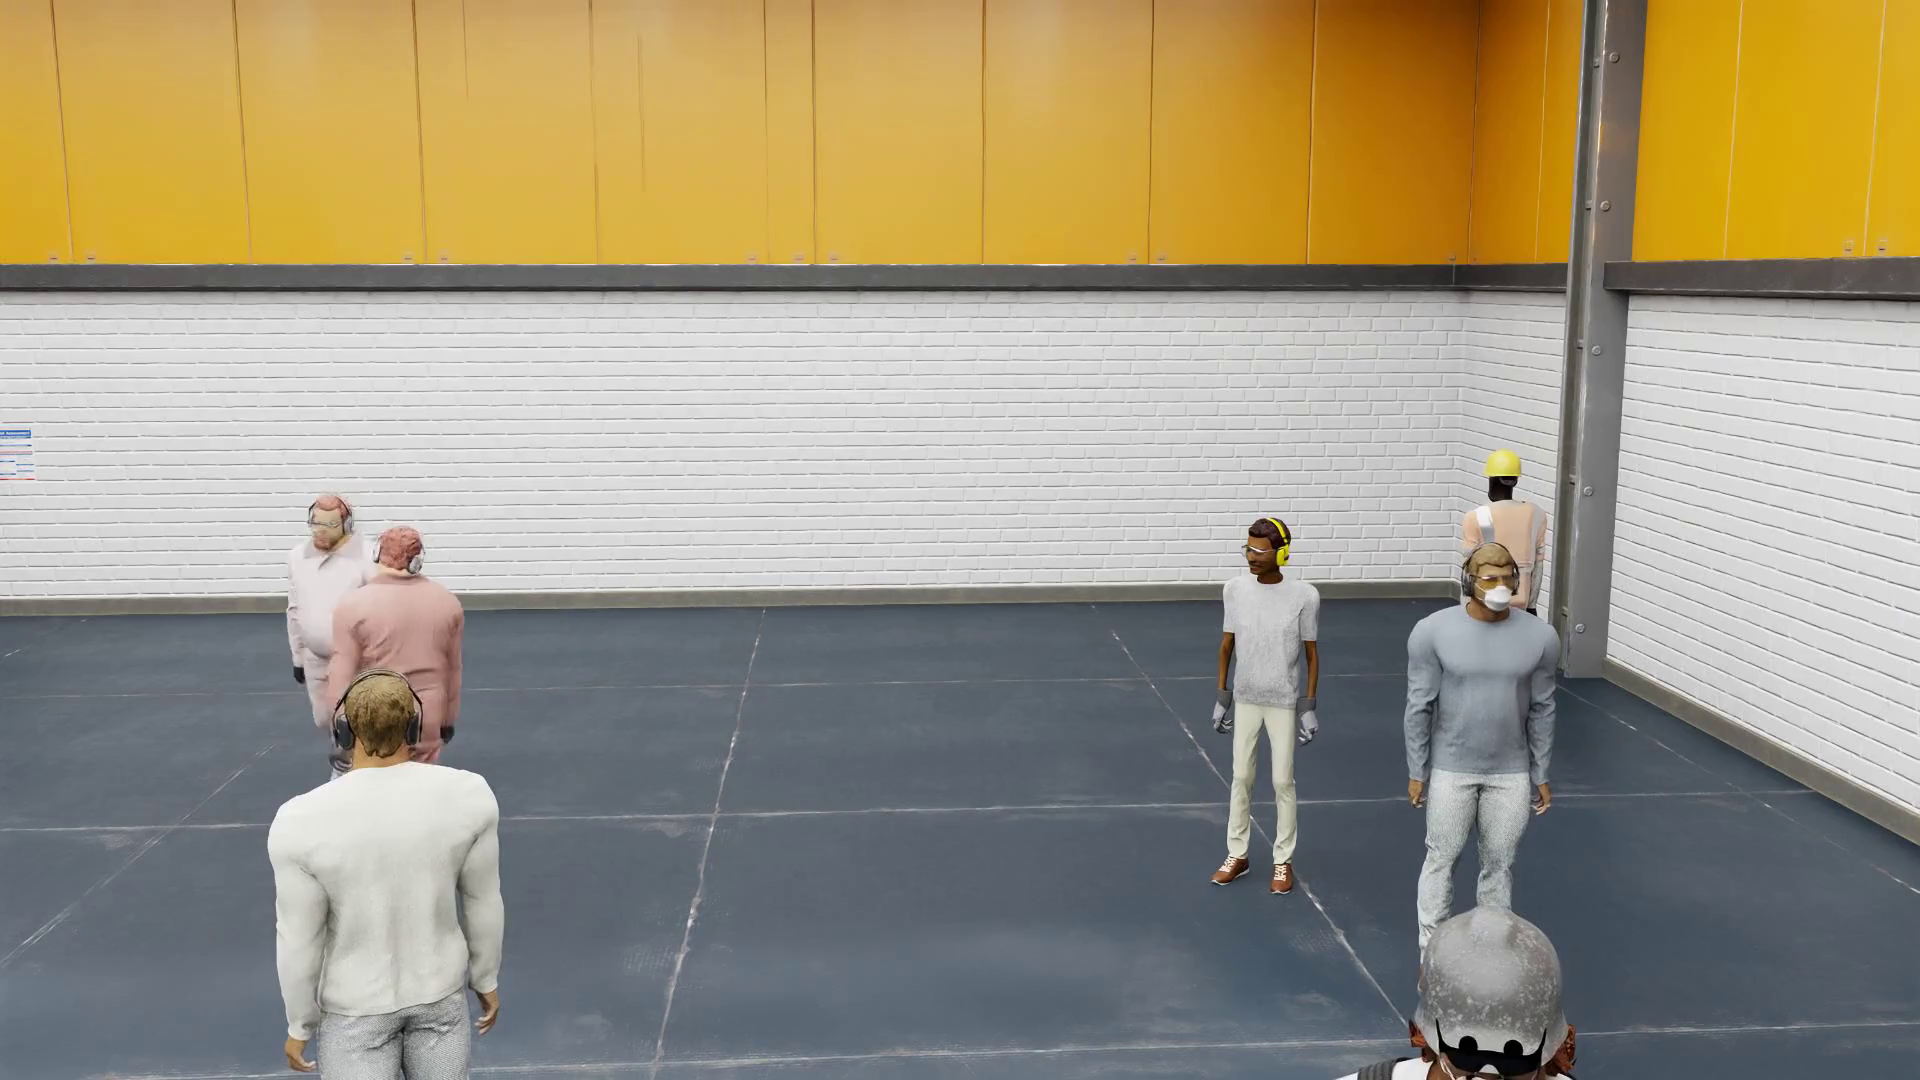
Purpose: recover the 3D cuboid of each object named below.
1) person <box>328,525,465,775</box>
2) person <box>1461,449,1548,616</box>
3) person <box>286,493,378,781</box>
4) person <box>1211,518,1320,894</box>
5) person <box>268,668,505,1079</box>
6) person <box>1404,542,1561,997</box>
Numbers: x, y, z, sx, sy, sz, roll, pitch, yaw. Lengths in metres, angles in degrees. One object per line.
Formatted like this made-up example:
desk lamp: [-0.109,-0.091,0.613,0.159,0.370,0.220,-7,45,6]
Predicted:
person: [-2.702,0.870,7.835,0.419,1.861,0.803,7,12,38]
person: [3.455,0.381,10.680,0.585,1.927,0.366,-3,9,-15]
person: [-3.398,0.639,9.303,0.667,1.874,0.853,3,9,16]
person: [1.503,0.808,8.193,0.532,1.864,0.310,4,10,26]
person: [-1.621,1.316,4.774,0.636,1.939,0.364,-6,11,-33]
person: [2.173,0.967,6.962,0.630,1.940,0.370,0,9,2]
